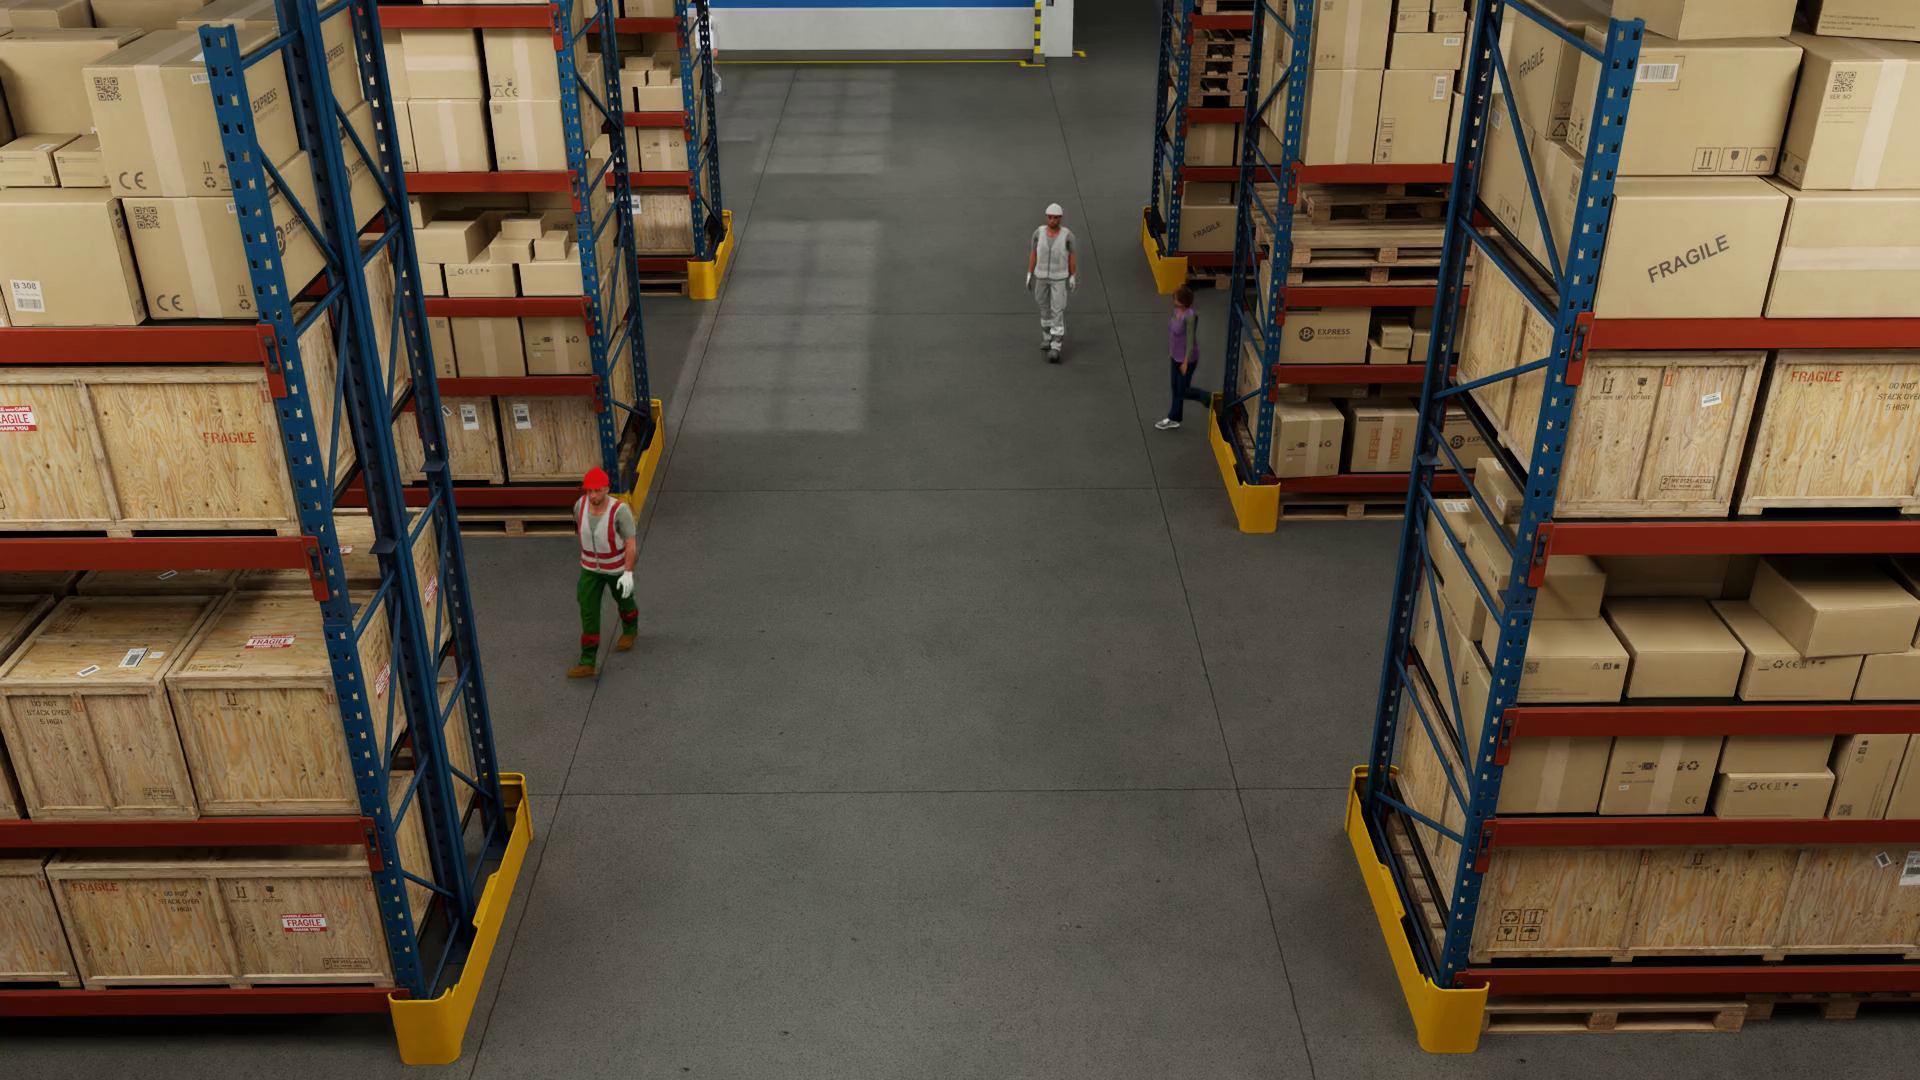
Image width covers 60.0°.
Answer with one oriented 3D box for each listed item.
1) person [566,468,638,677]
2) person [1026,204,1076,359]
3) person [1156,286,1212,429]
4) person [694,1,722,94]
[{"bbox_3d":[-2.866,0.251,13.393,0.574,1.754,0.953,6,29,11],"label":"person"},{"bbox_3d":[1.030,-3.031,19.509,0.562,1.775,0.712,8,29,15],"label":"person"},{"bbox_3d":[2.455,-1.926,17.652,0.663,1.595,0.442,-7,29,-12],"label":"person"},{"bbox_3d":[-4.733,-9.126,30.847,0.546,1.767,0.545,14,31,24],"label":"person"}]
